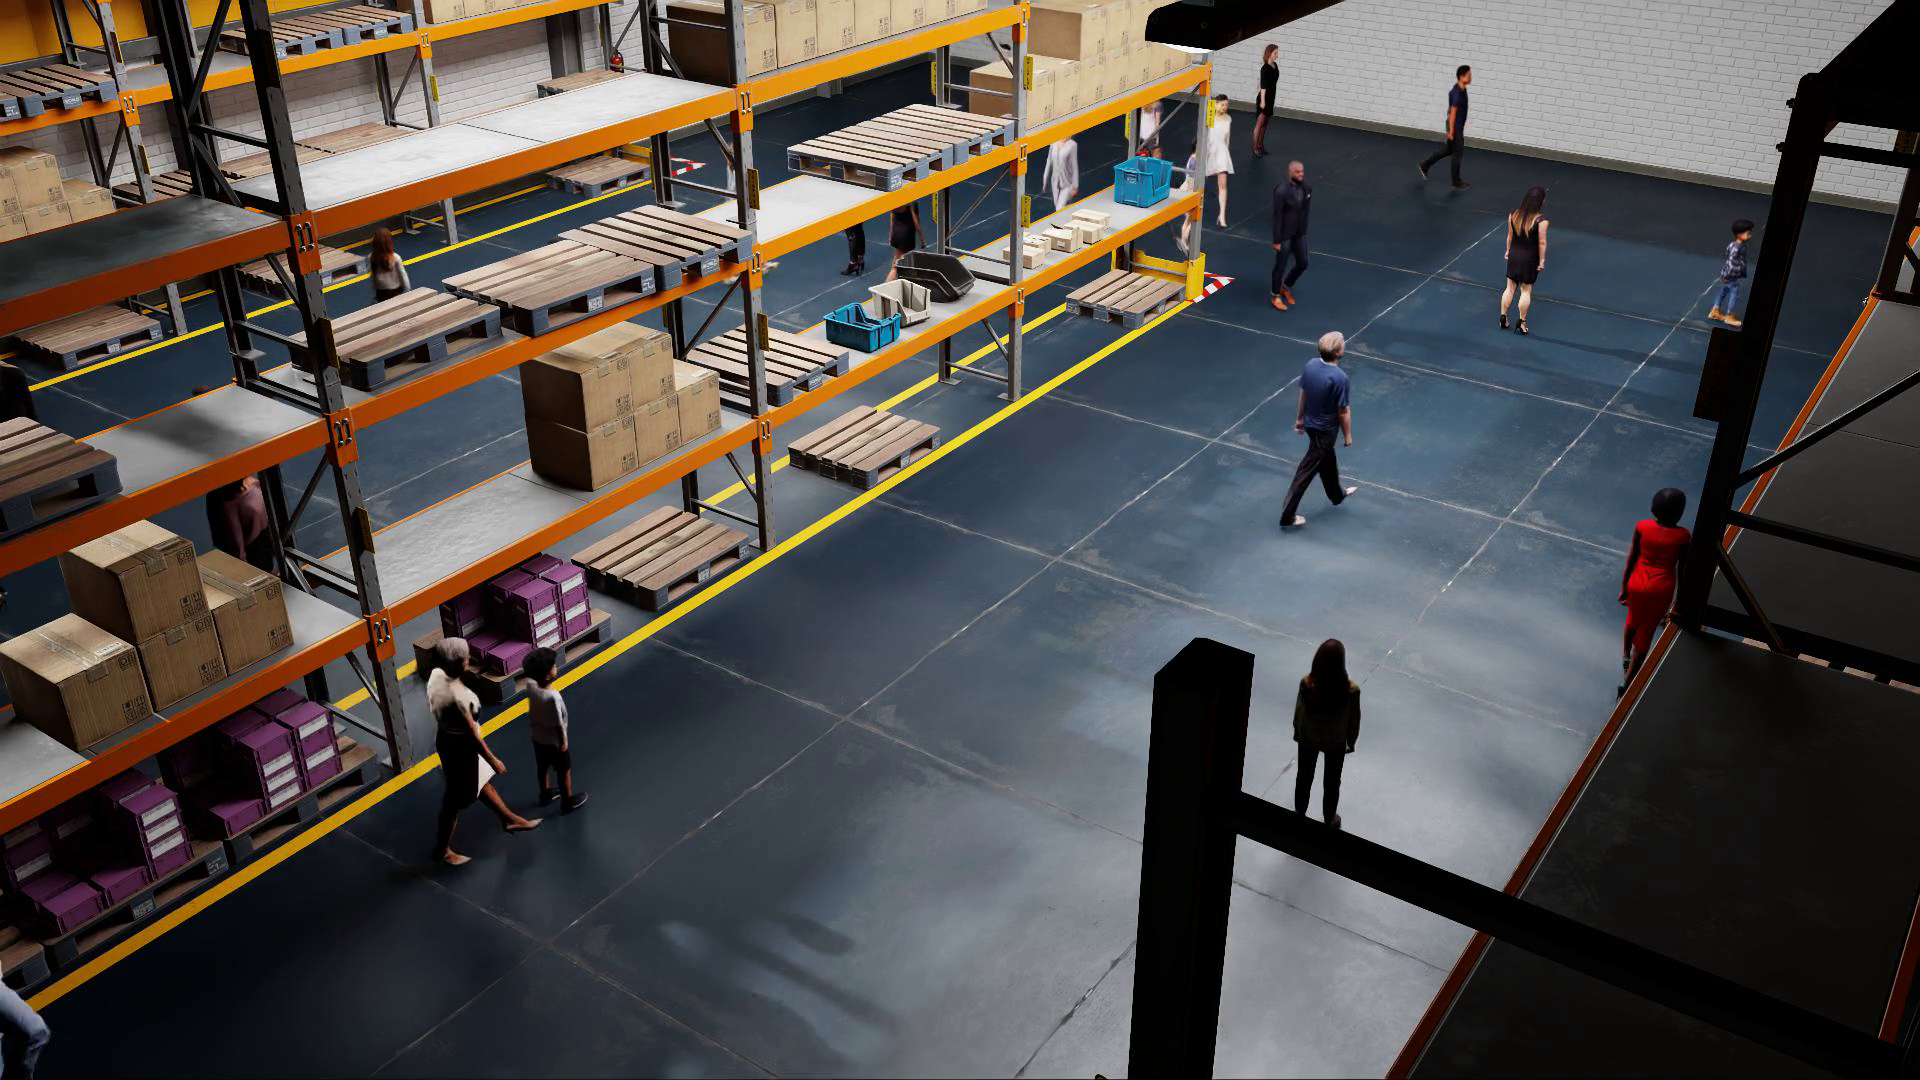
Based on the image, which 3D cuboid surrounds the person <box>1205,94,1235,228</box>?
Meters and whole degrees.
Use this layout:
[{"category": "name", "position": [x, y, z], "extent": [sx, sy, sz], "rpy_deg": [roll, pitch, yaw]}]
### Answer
[{"category": "person", "position": [3.421, -5.203, 22.734], "extent": [1.165, 1.720, 1.191], "rpy_deg": [-6, 29, -10]}]

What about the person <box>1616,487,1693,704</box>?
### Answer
[{"category": "person", "position": [5.104, 0.445, 12.377], "extent": [0.569, 1.723, 0.842], "rpy_deg": [21, 35, 33]}]

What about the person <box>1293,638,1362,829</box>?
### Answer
[{"category": "person", "position": [2.414, 1.311, 11.049], "extent": [0.629, 1.475, 0.578], "rpy_deg": [9, 30, 17]}]

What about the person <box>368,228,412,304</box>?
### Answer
[{"category": "person", "position": [-6.330, -2.699, 18.396], "extent": [0.658, 1.479, 0.677], "rpy_deg": [1, 29, 2]}]

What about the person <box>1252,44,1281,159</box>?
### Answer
[{"category": "person", "position": [4.717, -6.786, 25.655], "extent": [0.646, 1.704, 0.431], "rpy_deg": [18, 33, 29]}]

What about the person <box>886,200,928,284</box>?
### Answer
[{"category": "person", "position": [-0.727, -3.564, 19.833], "extent": [1.173, 1.621, 0.747], "rpy_deg": [-24, 37, -37]}]

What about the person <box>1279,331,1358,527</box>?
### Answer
[{"category": "person", "position": [3.137, -0.931, 14.804], "extent": [1.270, 1.816, 1.017], "rpy_deg": [-15, 32, -25]}]

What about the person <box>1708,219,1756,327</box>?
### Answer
[{"category": "person", "position": [8.996, -3.148, 19.474], "extent": [0.556, 1.236, 0.571], "rpy_deg": [18, 34, 30]}]

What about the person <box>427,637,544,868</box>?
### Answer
[{"category": "person", "position": [-3.287, 1.410, 10.614], "extent": [1.092, 1.718, 0.930], "rpy_deg": [-13, 31, -23]}]

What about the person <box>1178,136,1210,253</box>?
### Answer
[{"category": "person", "position": [2.940, -4.495, 21.613], "extent": [0.743, 1.552, 0.643], "rpy_deg": [2, 29, 5]}]

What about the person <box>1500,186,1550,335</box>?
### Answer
[{"category": "person", "position": [6.471, -3.210, 19.084], "extent": [0.671, 1.718, 0.713], "rpy_deg": [-23, 36, -36]}]

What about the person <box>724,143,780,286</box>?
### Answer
[{"category": "person", "position": [-2.780, -3.990, 20.461], "extent": [1.117, 1.767, 0.864], "rpy_deg": [-17, 33, -29]}]

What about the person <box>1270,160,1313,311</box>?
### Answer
[{"category": "person", "position": [3.870, -3.647, 19.792], "extent": [0.759, 1.808, 0.885], "rpy_deg": [-14, 32, -24]}]

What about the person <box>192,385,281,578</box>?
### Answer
[{"category": "person", "position": [-5.959, -0.403, 13.740], "extent": [0.874, 1.906, 1.264], "rpy_deg": [10, 30, 17]}]

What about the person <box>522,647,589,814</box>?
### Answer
[{"category": "person", "position": [-2.814, 1.293, 11.314], "extent": [0.488, 1.252, 0.503], "rpy_deg": [21, 35, 33]}]

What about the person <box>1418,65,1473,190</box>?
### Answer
[{"category": "person", "position": [7.116, -6.006, 24.152], "extent": [0.876, 1.773, 1.037], "rpy_deg": [11, 30, 19]}]
